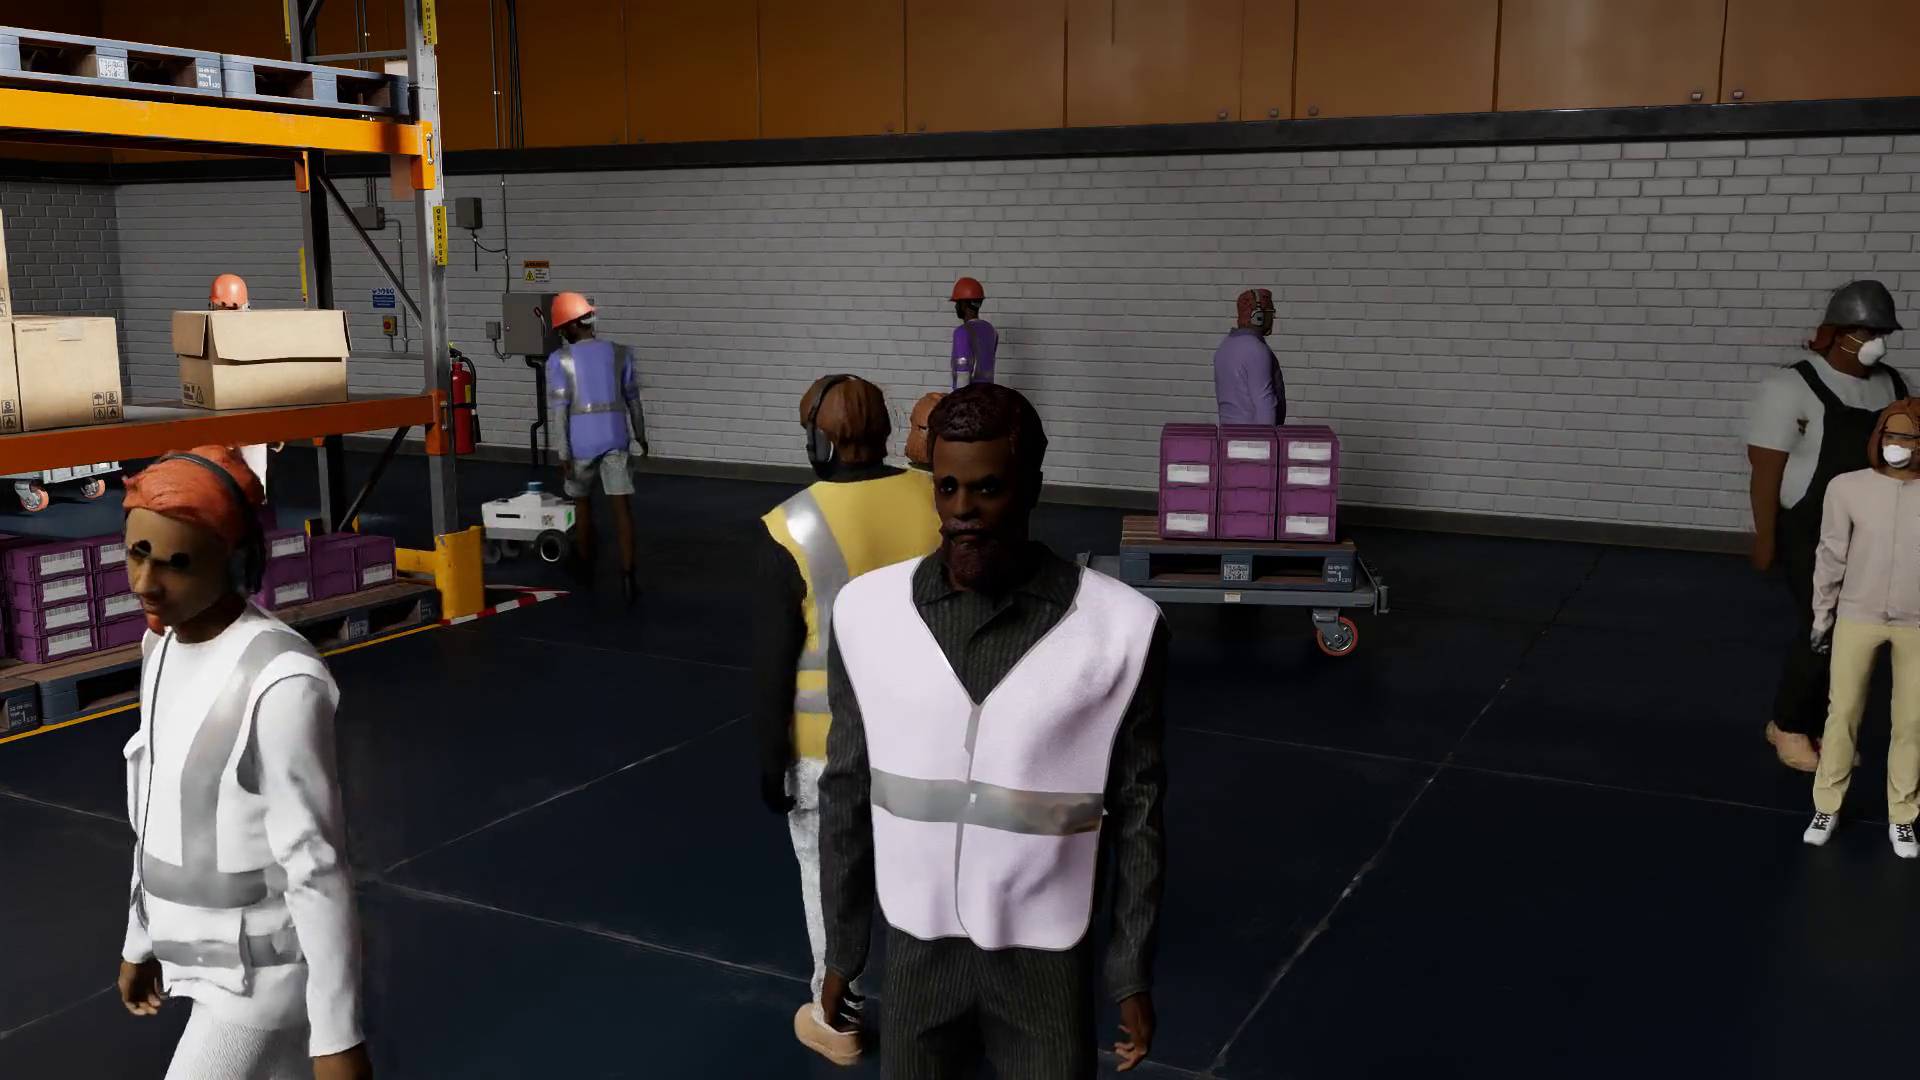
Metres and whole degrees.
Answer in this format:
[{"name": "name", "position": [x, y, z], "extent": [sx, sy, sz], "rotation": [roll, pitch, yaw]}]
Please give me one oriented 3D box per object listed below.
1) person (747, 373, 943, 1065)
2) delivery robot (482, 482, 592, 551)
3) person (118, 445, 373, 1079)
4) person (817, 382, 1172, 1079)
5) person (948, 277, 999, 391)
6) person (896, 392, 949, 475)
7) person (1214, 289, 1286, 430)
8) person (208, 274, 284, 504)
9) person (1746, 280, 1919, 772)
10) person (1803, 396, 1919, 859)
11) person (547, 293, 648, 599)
[{"name": "person", "position": [-0.230, 0.493, 4.232], "extent": [0.649, 1.827, 0.554], "rotation": [-6, 12, -33]}, {"name": "delivery robot", "position": [-2.901, -0.155, 11.396], "extent": [0.707, 0.478, 0.477], "rotation": [3, 10, 15]}, {"name": "person", "position": [-1.218, 0.726, 2.916], "extent": [1.019, 1.827, 0.629], "rotation": [-7, 12, -37]}, {"name": "person", "position": [0.049, 0.687, 2.852], "extent": [0.596, 1.918, 0.382], "rotation": [2, 10, 12]}, {"name": "person", "position": [0.072, -1.067, 12.951], "extent": [0.374, 1.935, 0.552], "rotation": [5, 11, 28]}, {"name": "person", "position": [-0.085, 0.277, 6.046], "extent": [0.499, 1.634, 0.285], "rotation": [-3, 10, -18]}, {"name": "person", "position": [1.807, -0.590, 10.277], "extent": [0.408, 1.909, 0.642], "rotation": [-3, 10, -15]}, {"name": "person", "position": [-4.790, -0.753, 10.994], "extent": [0.610, 1.985, 0.392], "rotation": [-8, 13, -40]}, {"name": "person", "position": [3.628, -0.057, 6.807], "extent": [0.692, 2.000, 0.551], "rotation": [-3, 10, -15]}, {"name": "person", "position": [3.280, 0.308, 5.867], "extent": [0.504, 1.631, 0.280], "rotation": [5, 11, 29]}, {"name": "person", "position": [-2.257, -0.601, 10.431], "extent": [0.676, 1.870, 0.920], "rotation": [-5, 11, -26]}]
